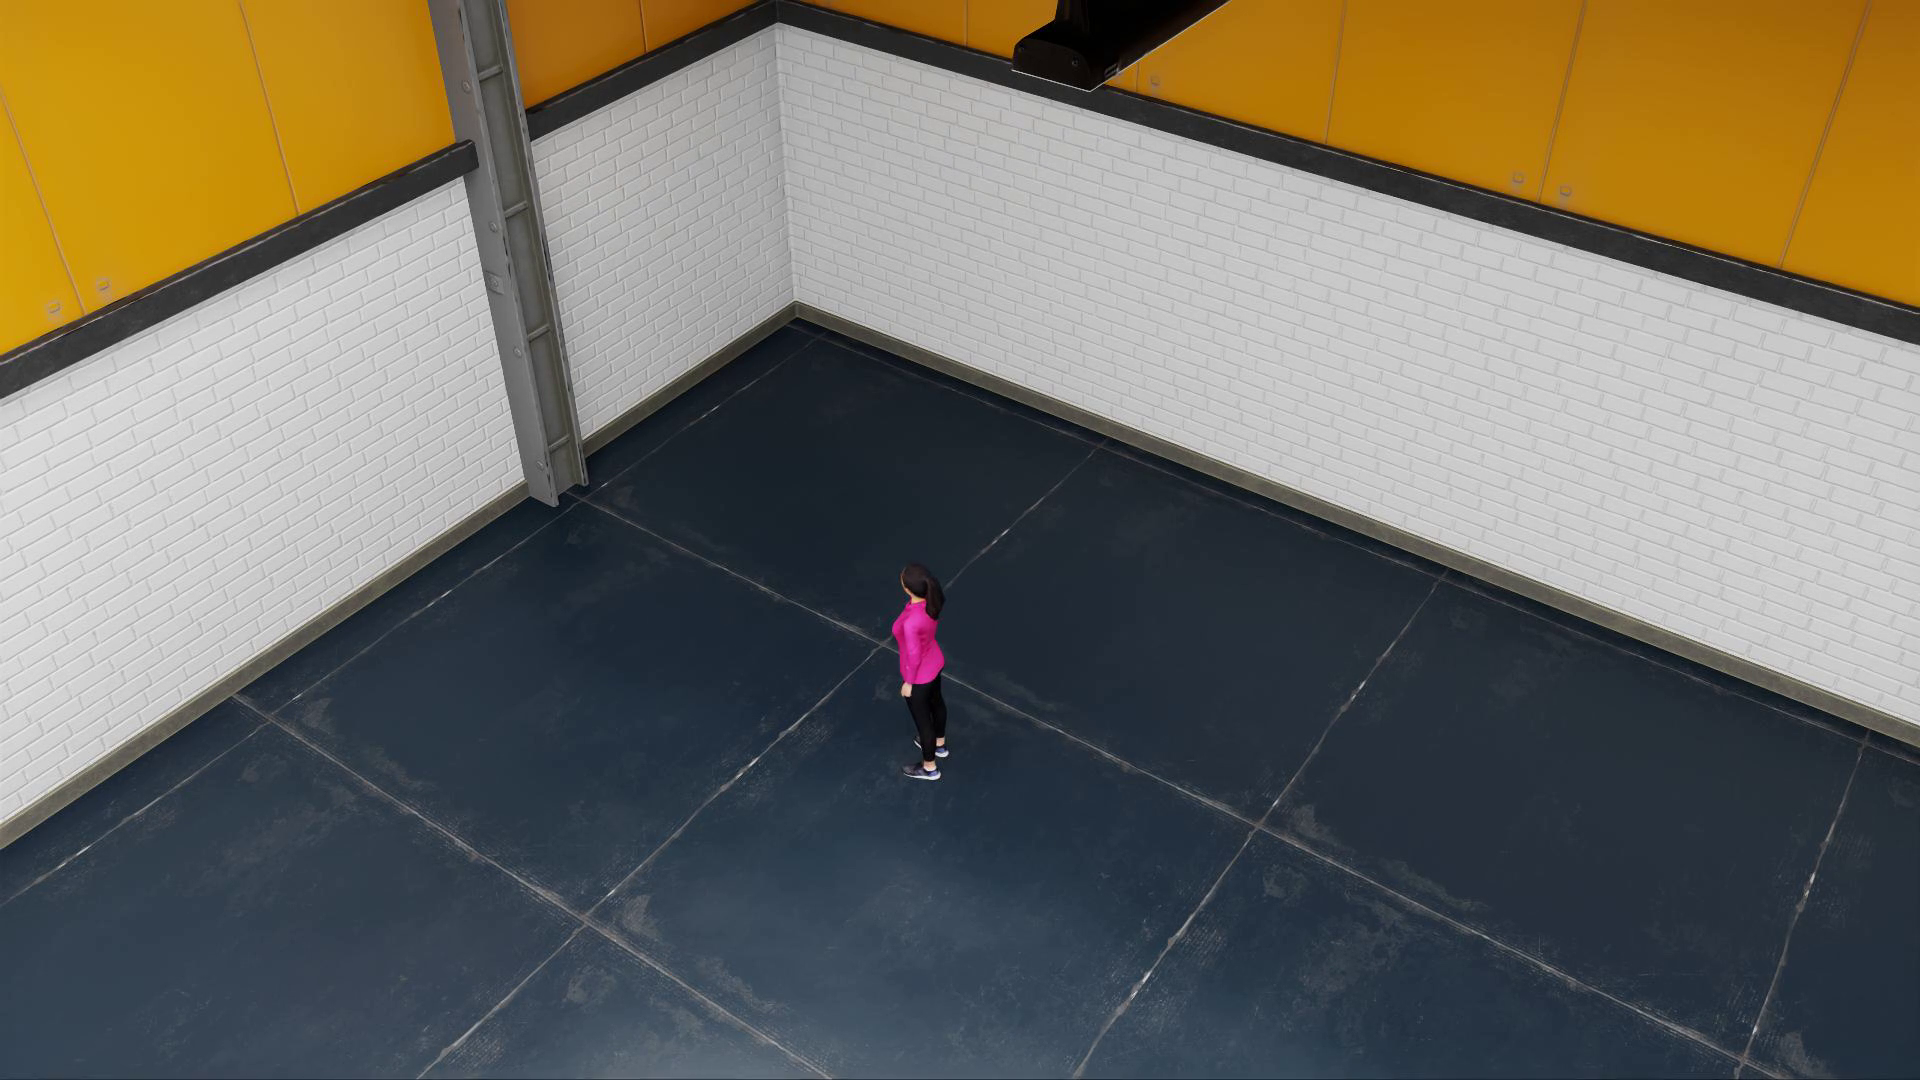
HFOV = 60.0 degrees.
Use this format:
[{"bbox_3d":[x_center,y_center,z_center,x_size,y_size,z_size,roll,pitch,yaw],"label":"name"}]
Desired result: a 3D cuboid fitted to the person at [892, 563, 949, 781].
[{"bbox_3d":[-0.228,0.816,10.496,0.694,1.698,0.566,13,40,15],"label":"person"}]
